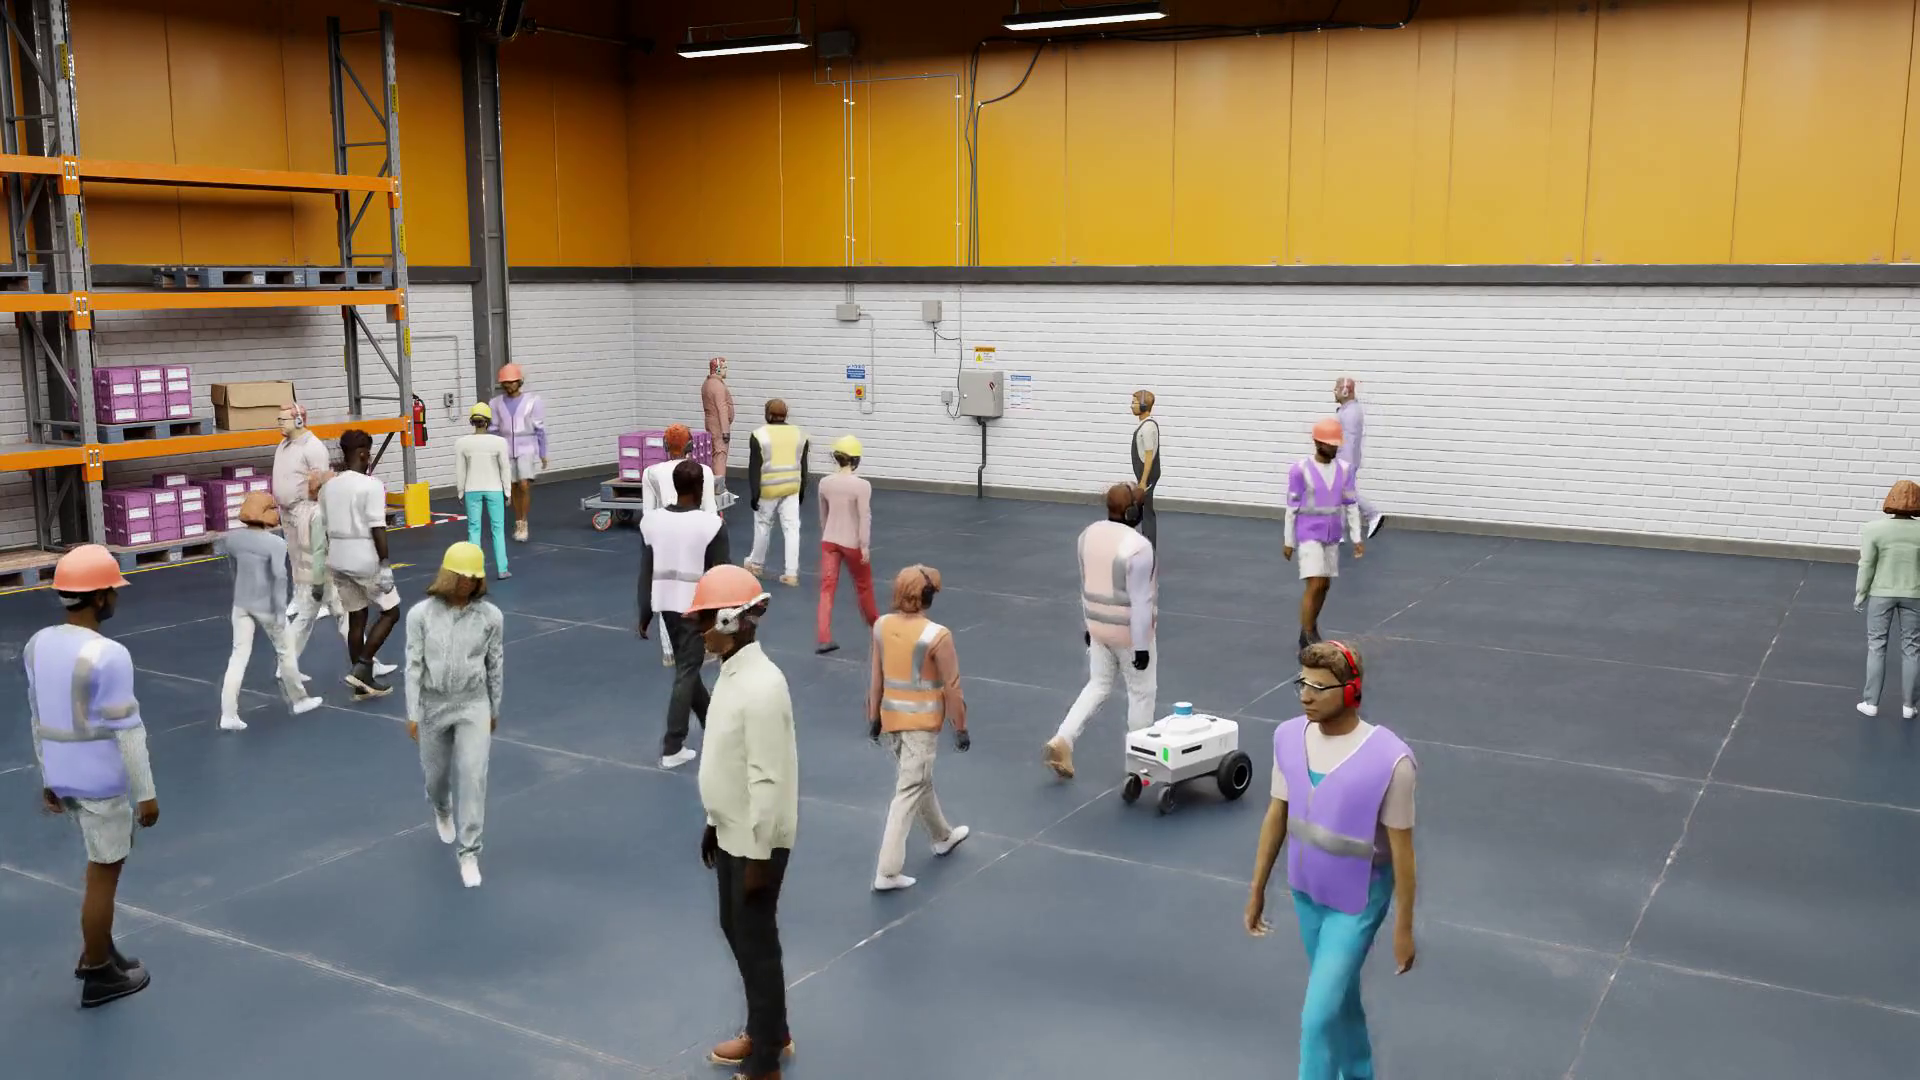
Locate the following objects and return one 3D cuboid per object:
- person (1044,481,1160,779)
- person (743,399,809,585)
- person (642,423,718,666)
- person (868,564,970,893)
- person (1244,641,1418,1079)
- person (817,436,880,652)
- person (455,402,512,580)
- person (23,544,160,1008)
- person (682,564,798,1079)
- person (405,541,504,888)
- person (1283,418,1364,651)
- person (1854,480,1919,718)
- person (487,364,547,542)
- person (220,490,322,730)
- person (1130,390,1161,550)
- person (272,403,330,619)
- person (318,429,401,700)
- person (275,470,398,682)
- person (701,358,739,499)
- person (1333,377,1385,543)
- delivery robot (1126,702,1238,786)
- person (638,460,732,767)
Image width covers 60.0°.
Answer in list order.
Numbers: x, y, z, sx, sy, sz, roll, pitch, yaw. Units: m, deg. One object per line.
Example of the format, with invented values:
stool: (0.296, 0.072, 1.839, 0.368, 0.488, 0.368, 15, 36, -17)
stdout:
person: (0.906, 0.549, 9.898, 0.796, 1.816, 0.633, -6, 11, -35)
person: (-1.839, -0.489, 16.389, 0.656, 1.804, 0.920, -5, 10, -28)
person: (-2.149, 0.042, 12.848, 0.573, 1.883, 0.354, 0, 9, 3)
person: (-0.181, 0.913, 8.325, 0.838, 1.591, 0.530, -9, 13, -44)
person: (1.168, 1.241, 5.570, 0.837, 1.810, 0.592, -6, 11, -33)
person: (-0.888, 0.016, 13.489, 0.549, 1.714, 0.892, 5, 11, 30)
person: (-4.703, -0.475, 16.446, 0.533, 1.765, 0.330, -1, 9, -8)
person: (-3.536, 0.970, 6.917, 0.569, 1.923, 0.496, 5, 10, 29)
person: (-0.776, 1.083, 6.123, 0.451, 1.963, 0.659, -4, 10, -21)
person: (-2.568, 0.829, 8.466, 0.501, 1.708, 0.784, -3, 10, -20)
person: (2.864, -0.025, 13.235, 0.570, 1.914, 0.632, -3, 10, -20)
person: (6.397, 0.404, 11.366, 0.508, 1.632, 0.264, 3, 10, 18)
person: (-5.027, -0.964, 18.711, 0.653, 2.011, 0.814, 1, 9, 3)
person: (-4.707, 0.457, 11.167, 0.512, 1.592, 0.848, 3, 9, 15)
person: (1.894, -0.626, 17.138, 0.344, 1.847, 0.506, 1, 9, 7)
person: (-5.795, -0.245, 14.567, 0.636, 1.911, 0.404, 7, 12, 38)
person: (-4.237, 0.179, 11.842, 0.698, 1.928, 0.465, 5, 10, 30)
person: (-4.683, 0.273, 12.311, 0.862, 1.594, 0.535, -4, 10, -24)
person: (-3.238, -1.502, 22.414, 0.410, 1.909, 0.643, -5, 10, -28)
person: (4.394, -0.881, 18.623, 0.643, 1.888, 0.640, 3, 9, 16)
delivery robot: (1.278, 1.179, 9.572, 0.707, 0.478, 0.477, -10, 13, -43)
person: (-1.670, 0.425, 10.510, 0.621, 1.865, 0.996, 4, 10, 24)
